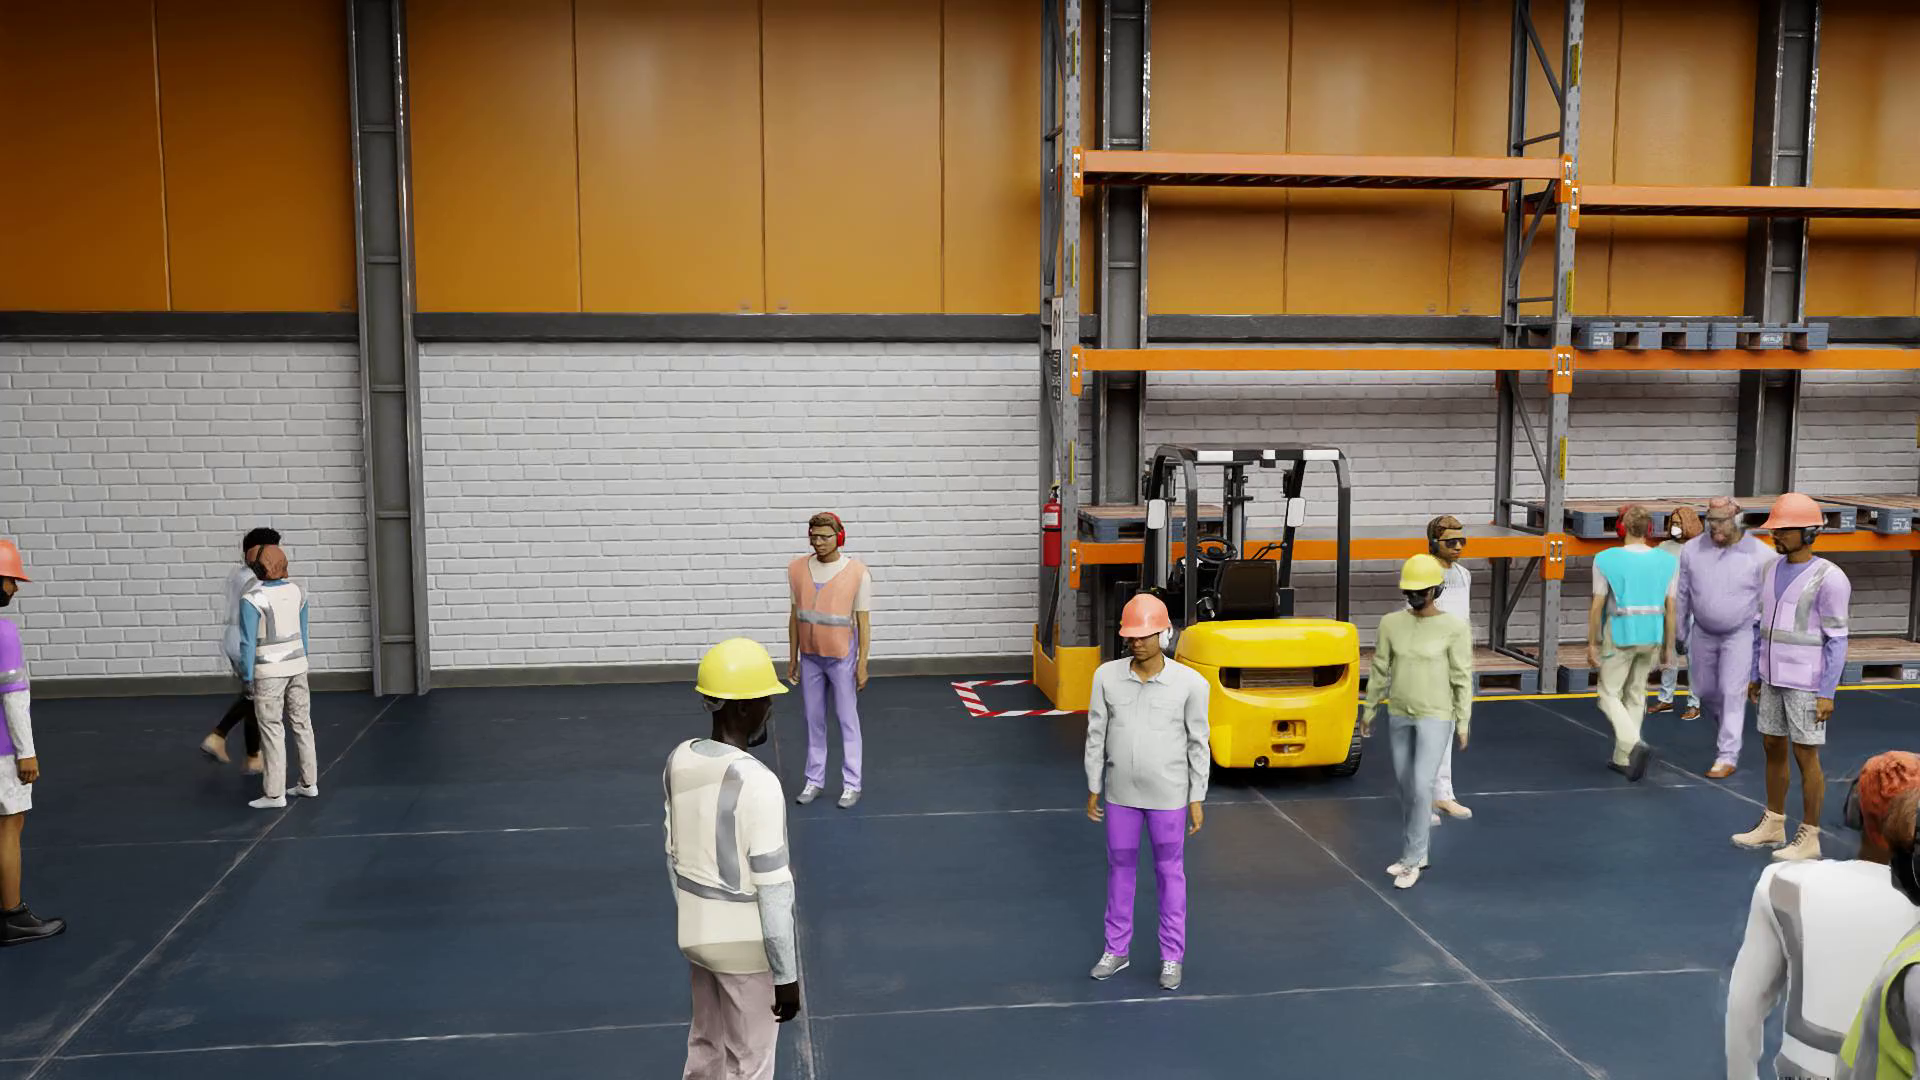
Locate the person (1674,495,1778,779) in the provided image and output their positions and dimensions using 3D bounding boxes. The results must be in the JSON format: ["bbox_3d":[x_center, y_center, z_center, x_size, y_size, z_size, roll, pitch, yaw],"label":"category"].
[{"bbox_3d":[5.154,0.618,11.149,0.757,1.875,0.673,-6,9,-45],"label":"person"}]

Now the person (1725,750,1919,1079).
[{"bbox_3d":[2.117,1.447,3.996,0.625,1.856,0.645,-6,9,-44],"label":"person"}]

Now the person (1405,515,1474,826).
[{"bbox_3d":[2.866,0.769,9.934,0.508,1.846,0.345,-4,8,-33],"label":"person"}]

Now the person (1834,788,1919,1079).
[{"bbox_3d":[2.240,1.473,3.823,0.430,1.835,0.625,6,9,42],"label":"person"}]

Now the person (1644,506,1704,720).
[{"bbox_3d":[5.522,0.554,12.732,0.266,1.631,0.507,-4,8,-33],"label":"person"}]

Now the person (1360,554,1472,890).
[{"bbox_3d":[2.387,0.946,8.787,0.557,1.749,0.475,6,9,43],"label":"person"}]

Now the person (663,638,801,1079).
[{"bbox_3d":[-0.703,1.264,5.248,0.363,1.928,0.587,-6,9,-42],"label":"person"}]

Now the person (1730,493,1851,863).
[{"bbox_3d":[4.563,0.759,9.163,0.379,2.041,0.616,-2,7,-14],"label":"person"}]

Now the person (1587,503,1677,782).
[{"bbox_3d":[4.387,0.677,10.825,0.573,1.824,0.690,-1,7,-6],"label":"person"}]

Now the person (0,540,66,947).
[{"bbox_3d":[-4.581,0.959,7.921,0.542,1.927,0.374,3,7,27],"label":"person"}]

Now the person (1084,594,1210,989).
[{"bbox_3d":[0.820,1.104,7.393,0.573,1.750,0.329,3,7,22],"label":"person"}]

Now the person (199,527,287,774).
[{"bbox_3d":[-4.687,0.745,10.930,0.477,1.673,0.555,-4,8,-34],"label":"person"}]

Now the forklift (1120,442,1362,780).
[{"bbox_3d":[1.912,0.418,11.496,1.214,2.155,2.313,-1,7,-8],"label":"forklift"}]

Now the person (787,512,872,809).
[{"bbox_3d":[-0.801,0.735,10.307,0.560,1.835,0.390,3,7,25],"label":"person"}]

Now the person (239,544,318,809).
[{"bbox_3d":[-4.223,0.837,10.288,0.318,1.631,0.514,3,7,22],"label":"person"}]
